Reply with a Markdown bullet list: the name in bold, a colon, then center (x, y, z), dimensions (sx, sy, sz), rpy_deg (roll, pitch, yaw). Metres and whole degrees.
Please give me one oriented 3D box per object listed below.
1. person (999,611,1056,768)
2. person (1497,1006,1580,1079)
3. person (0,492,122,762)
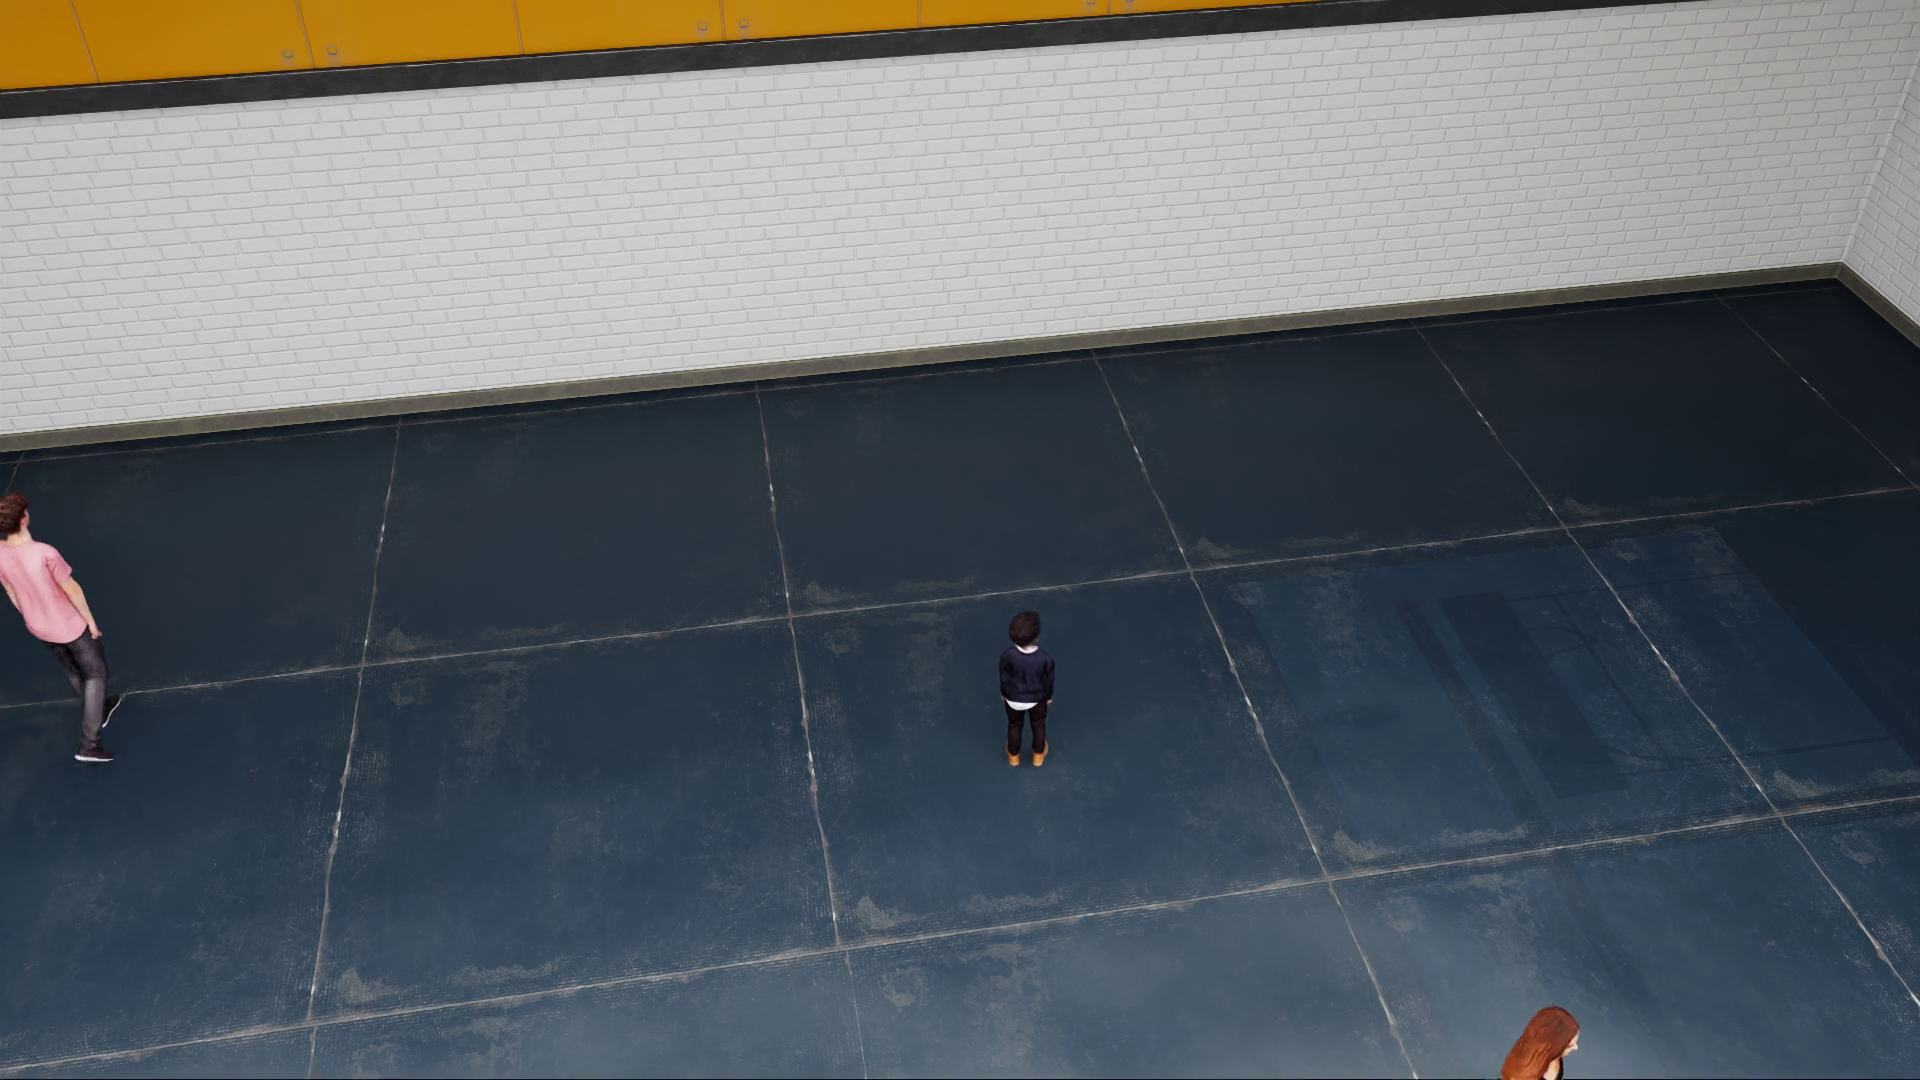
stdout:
- **person**: center (0.423, 0.955, 10.561), dimensions (0.547, 1.223, 0.537), rpy_deg (3, 39, 3)
- **person**: center (2.542, 2.714, 7.968), dimensions (0.894, 1.710, 0.838), rpy_deg (25, 45, 28)
- **person**: center (-5.700, 0.557, 10.466), dimensions (0.798, 1.963, 1.038), rpy_deg (3, 39, 4)
